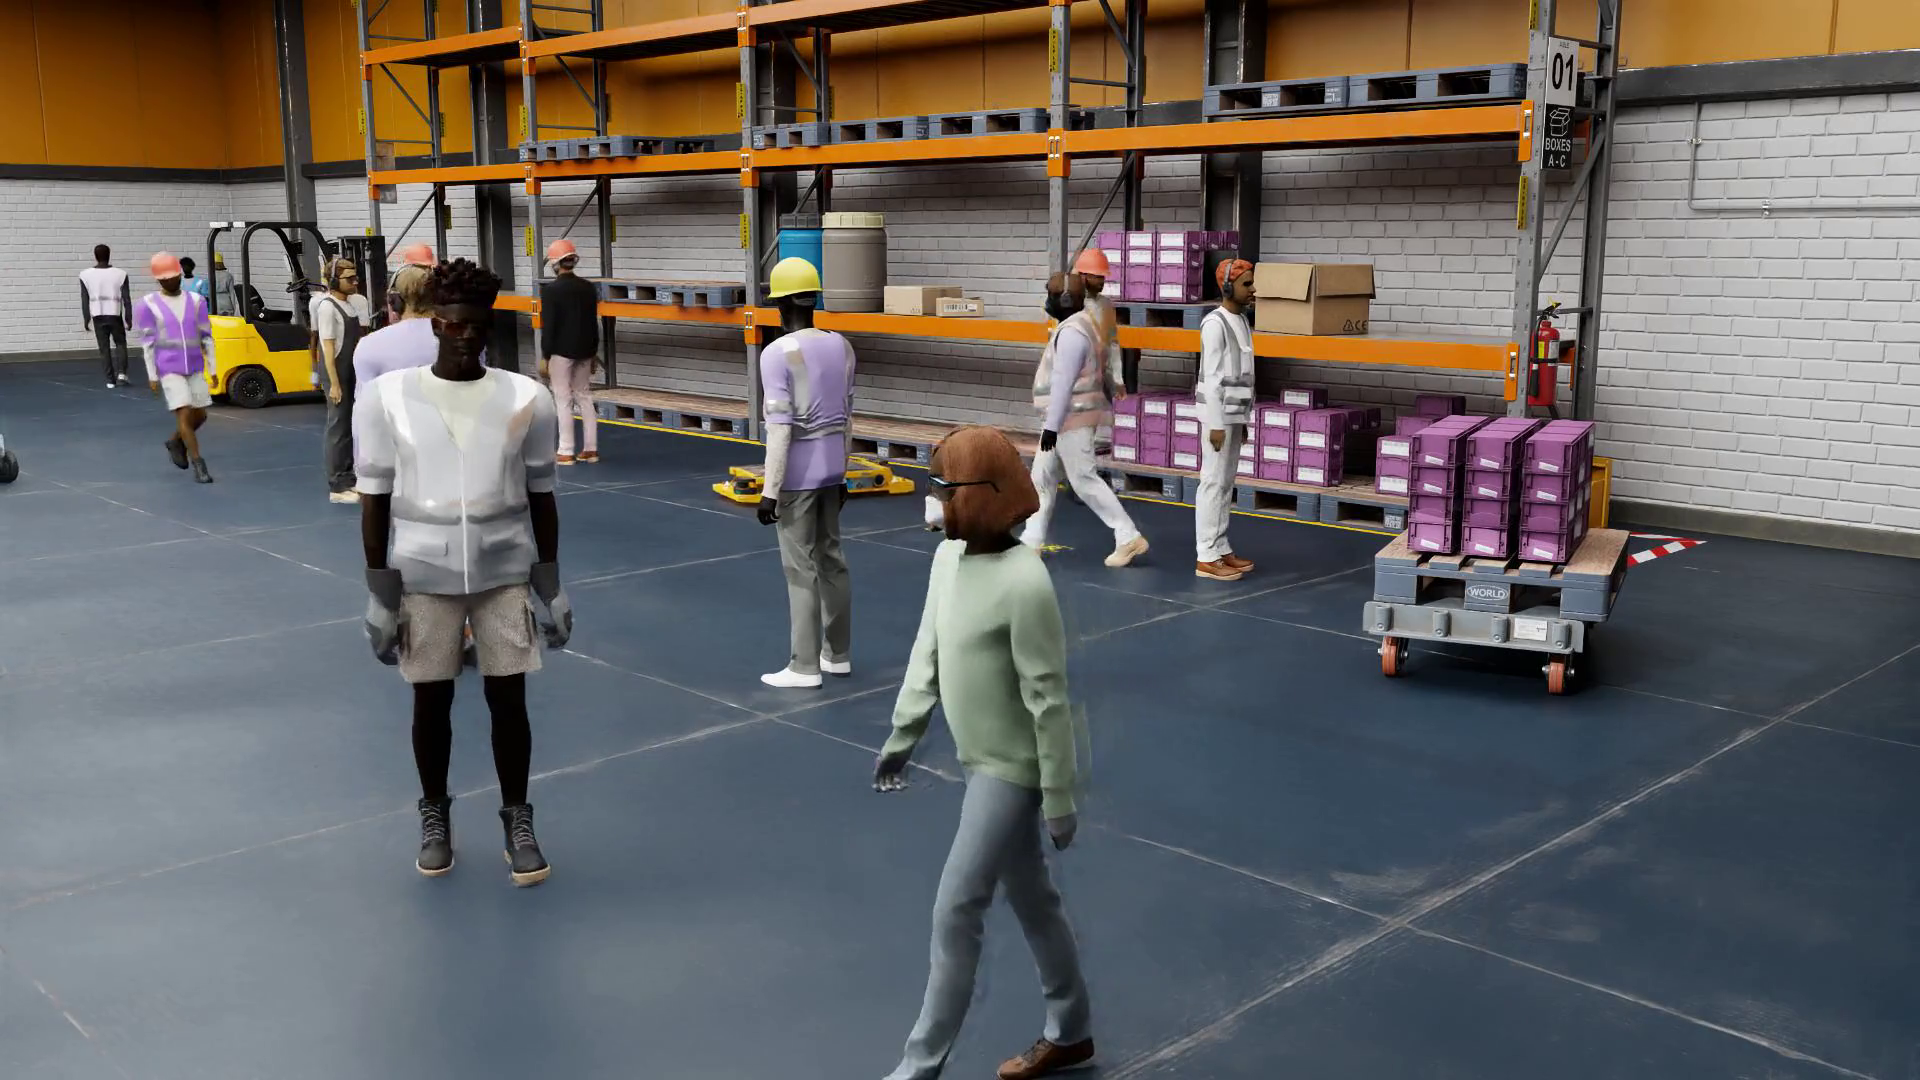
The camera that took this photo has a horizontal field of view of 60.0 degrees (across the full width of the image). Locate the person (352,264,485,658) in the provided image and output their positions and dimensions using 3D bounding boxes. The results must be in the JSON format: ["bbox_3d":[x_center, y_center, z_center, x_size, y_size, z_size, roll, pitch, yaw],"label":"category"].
[{"bbox_3d":[-2.555,-0.376,8.017,0.644,1.900,0.996,-9,14,-41],"label":"person"}]

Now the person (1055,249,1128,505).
[{"bbox_3d":[0.986,-1.213,12.492,0.554,1.913,0.599,-10,14,-44],"label":"person"}]

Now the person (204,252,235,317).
[{"bbox_3d":[-11.913,-3.746,26.780,0.296,1.745,0.484,9,14,41],"label":"person"}]

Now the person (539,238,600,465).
[{"bbox_3d":[-3.456,-1.656,14.701,0.391,1.992,0.623,7,13,34],"label":"person"}]

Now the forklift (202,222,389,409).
[{"bbox_3d":[-8.169,-2.758,20.163,2.313,2.155,1.214,-10,14,-44],"label":"forklift"}]

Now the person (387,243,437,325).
[{"bbox_3d":[-4.800,-1.633,14.683,0.884,1.968,0.634,6,12,30],"label":"person"}]

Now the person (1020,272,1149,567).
[{"bbox_3d":[0.718,-0.721,10.137,0.920,1.813,0.622,1,10,3],"label":"person"}]

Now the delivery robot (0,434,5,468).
[{"bbox_3d":[-8.126,-0.767,13.524,0.707,0.478,0.477,6,12,28],"label":"delivery robot"}]

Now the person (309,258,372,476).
[{"bbox_3d":[-5.119,-1.433,13.955,0.885,1.826,0.500,9,14,41],"label":"person"}]

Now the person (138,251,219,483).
[{"bbox_3d":[-6.452,-1.420,13.689,0.682,1.899,0.568,10,14,43],"label":"person"}]

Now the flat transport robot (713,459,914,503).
[{"bbox_3d":[-1.137,-0.470,12.934,1.431,0.197,0.652,-5,11,-24],"label":"flat transport robot"}]

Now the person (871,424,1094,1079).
[{"bbox_3d":[-0.001,0.541,3.802,0.801,1.602,0.513,-4,11,-19],"label":"person"}]

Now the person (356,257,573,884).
[{"bbox_3d":[-1.543,0.110,5.217,0.628,1.960,0.485,-4,11,-20],"label":"person"}]

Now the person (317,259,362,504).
[{"bbox_3d":[-4.688,-1.206,12.655,0.349,1.846,0.506,0,10,-2],"label":"person"}]

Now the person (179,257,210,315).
[{"bbox_3d":[-11.814,-3.490,25.535,0.551,1.679,0.510,-2,11,-9],"label":"person"}]

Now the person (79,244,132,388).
[{"bbox_3d":[-11.366,-2.975,22.164,0.592,1.904,0.470,-6,12,-28],"label":"person"}]

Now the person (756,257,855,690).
[{"bbox_3d":[-0.704,-0.292,7.451,0.371,1.923,0.594,6,12,31],"label":"person"}]

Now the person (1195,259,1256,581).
[{"bbox_3d":[1.587,-0.715,9.876,0.362,1.883,0.575,5,12,26],"label":"person"}]
